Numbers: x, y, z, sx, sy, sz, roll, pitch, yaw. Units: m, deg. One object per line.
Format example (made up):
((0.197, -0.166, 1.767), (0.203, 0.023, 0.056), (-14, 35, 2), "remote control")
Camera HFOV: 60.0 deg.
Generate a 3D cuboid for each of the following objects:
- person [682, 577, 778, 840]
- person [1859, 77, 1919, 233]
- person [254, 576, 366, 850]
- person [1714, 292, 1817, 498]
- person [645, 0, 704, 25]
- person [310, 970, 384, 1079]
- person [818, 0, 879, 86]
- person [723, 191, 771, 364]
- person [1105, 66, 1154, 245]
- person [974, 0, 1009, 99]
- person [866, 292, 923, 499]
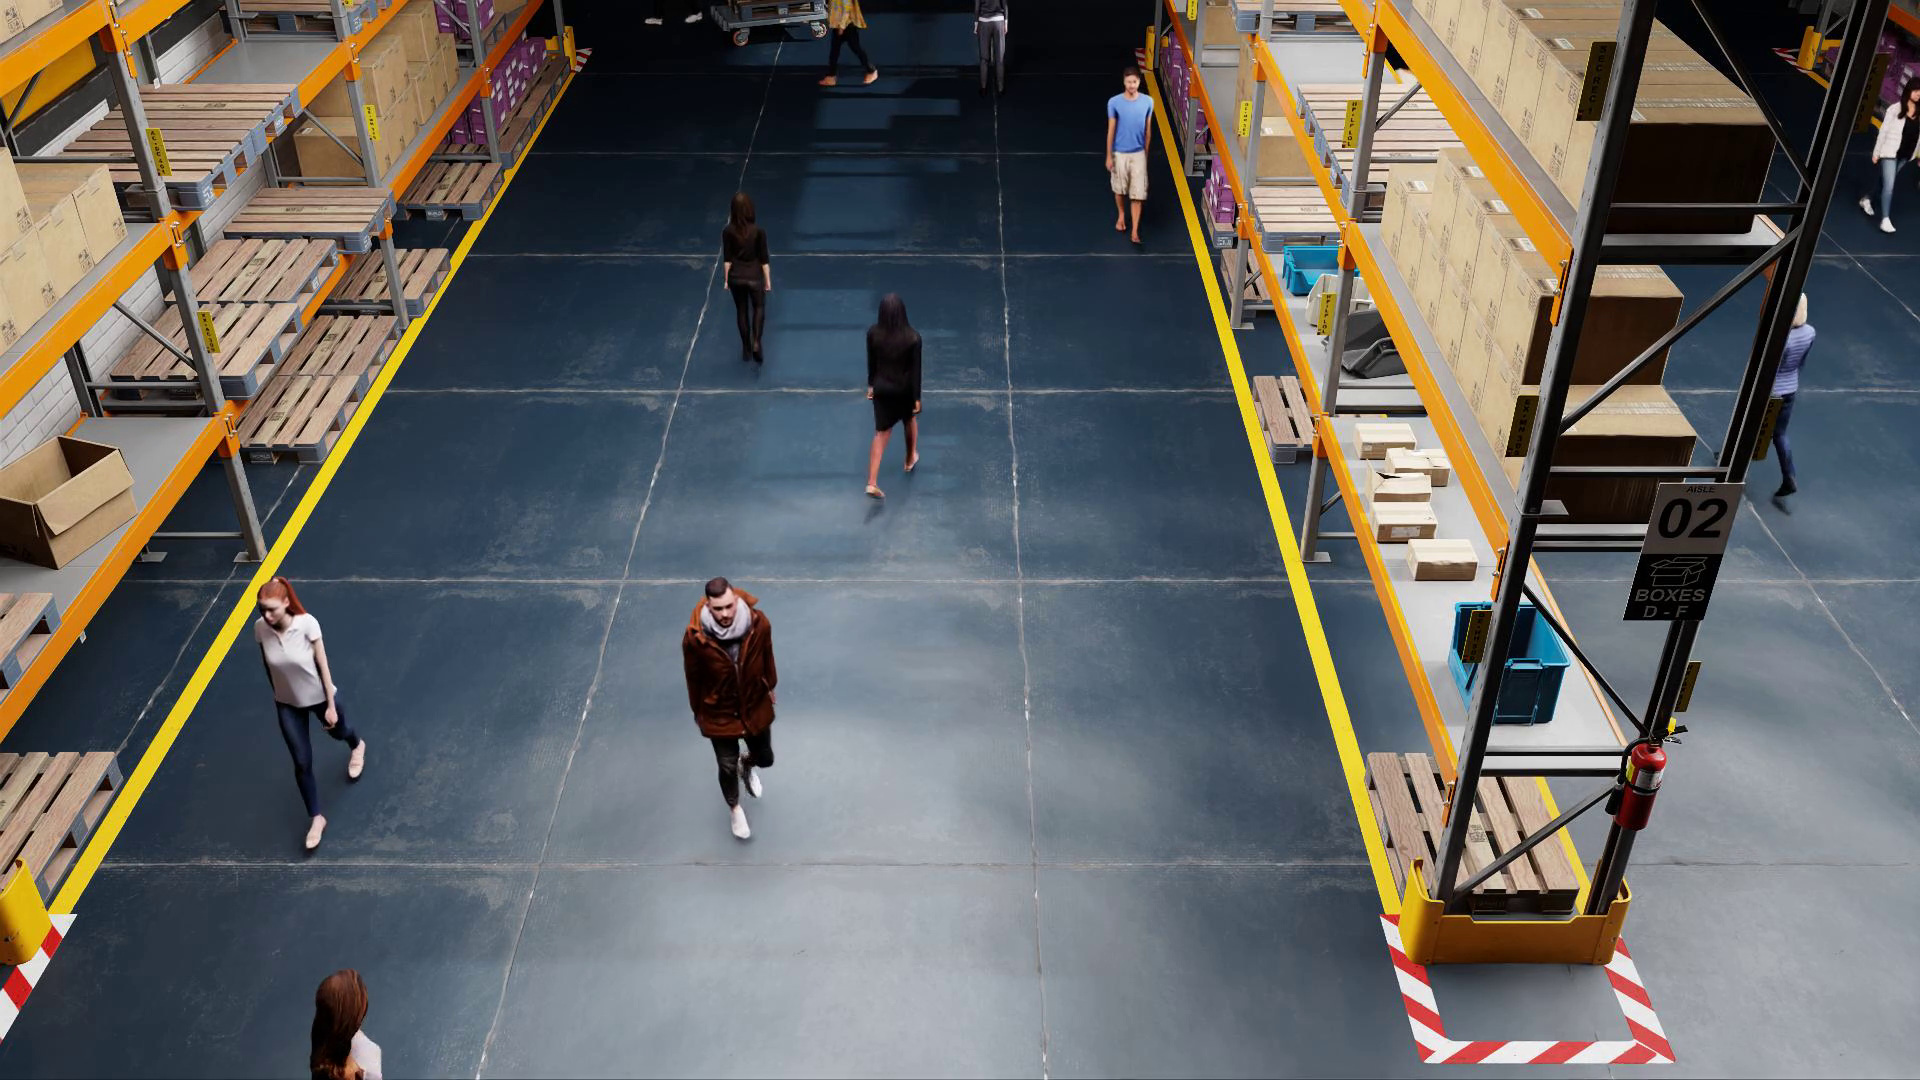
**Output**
((-1.371, 0.952, 9.967), (0.872, 1.823, 0.941), (-14, 36, -20), "person")
((10.054, -4.195, 17.911), (0.686, 1.602, 1.067), (-2, 34, -3), "person")
((-3.921, 0.928, 10.113), (0.629, 1.701, 1.144), (-3, 34, -4), "person")
((6.523, -1.141, 13.215), (0.818, 1.714, 1.164), (-7, 34, -10), "person")
((-4.075, -8.255, 23.976), (1.054, 1.649, 1.131), (-17, 37, -23), "person")
((-2.694, 2.716, 7.394), (0.797, 1.734, 0.601), (-1, 34, -1), "person")
((-1.392, -6.703, 21.668), (0.971, 1.618, 1.062), (-11, 35, -16), "person")
((-1.940, -2.330, 15.081), (0.583, 1.628, 0.787), (-1, 34, -2), "person")
((1.770, -4.113, 17.587), (0.642, 1.825, 1.126), (1, 34, 1), "person")
((0.397, -6.579, 21.337), (0.587, 1.779, 0.506), (1, 34, 2), "person")
((-0.552, -1.114, 13.200), (0.826, 1.686, 1.237), (7, 34, 11), "person")
